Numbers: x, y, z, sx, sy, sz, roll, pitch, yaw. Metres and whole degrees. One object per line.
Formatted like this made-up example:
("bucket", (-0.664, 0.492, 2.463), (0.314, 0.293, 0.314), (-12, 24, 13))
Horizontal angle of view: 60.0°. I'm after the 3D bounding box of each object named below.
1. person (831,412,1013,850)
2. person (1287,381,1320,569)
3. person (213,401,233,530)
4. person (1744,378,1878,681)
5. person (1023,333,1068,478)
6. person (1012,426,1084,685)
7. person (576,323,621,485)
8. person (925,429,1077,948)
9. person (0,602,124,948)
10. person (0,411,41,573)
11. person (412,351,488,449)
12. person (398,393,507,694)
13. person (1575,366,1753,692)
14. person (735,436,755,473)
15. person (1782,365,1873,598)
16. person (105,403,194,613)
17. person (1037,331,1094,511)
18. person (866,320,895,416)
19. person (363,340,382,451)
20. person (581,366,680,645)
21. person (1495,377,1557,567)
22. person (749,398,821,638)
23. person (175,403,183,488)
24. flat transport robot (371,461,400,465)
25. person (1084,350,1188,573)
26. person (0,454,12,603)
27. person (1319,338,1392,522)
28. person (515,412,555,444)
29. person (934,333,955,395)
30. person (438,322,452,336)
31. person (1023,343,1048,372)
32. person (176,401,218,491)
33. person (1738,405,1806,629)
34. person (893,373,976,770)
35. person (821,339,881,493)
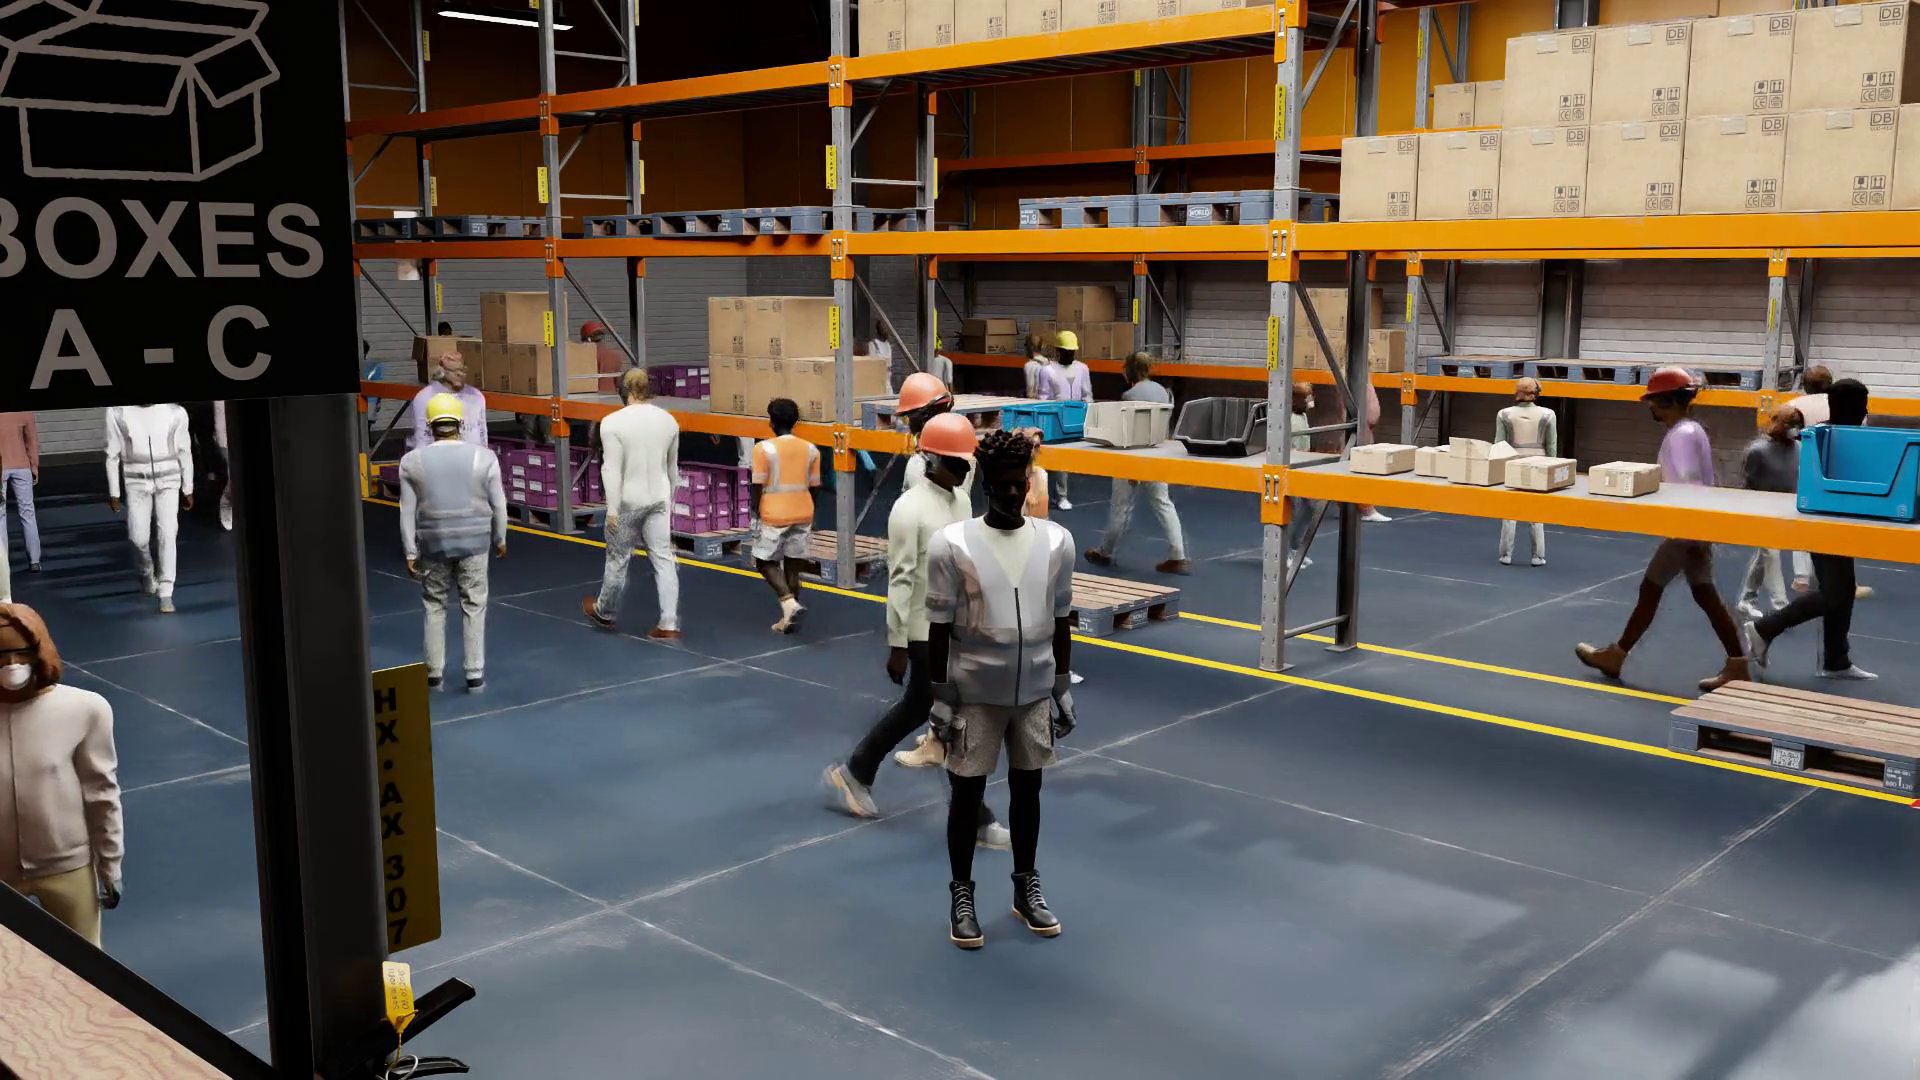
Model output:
("person", (-0.179, 0.382, 7.506), (1.007, 1.945, 0.623), (4, 10, 25))
("person", (2.893, -0.544, 14.145), (0.423, 1.613, 0.509), (4, 10, 23))
("person", (-6.811, -0.956, 15.859), (0.723, 1.881, 0.653), (9, 13, 43))
("person", (5.336, -0.059, 10.324), (0.690, 1.898, 0.618), (5, 11, 30))
("person", (0.952, -1.499, 19.360), (0.614, 1.827, 0.532), (7, 12, 37))
("person", (0.367, 0.081, 10.374), (0.871, 1.599, 0.527), (8, 12, 40))
("person", (-4.303, -1.611, 19.774), (0.633, 1.921, 1.027), (-5, 10, -27))
("person", (0.163, 0.556, 6.331), (0.606, 1.966, 0.367), (-3, 10, -20))
("person", (-2.688, 0.974, 4.821), (0.492, 1.625, 0.280), (-4, 10, -26))
("person", (-7.976, -0.577, 13.894), (0.312, 1.769, 0.525), (9, 13, 44))
("person", (-4.272, -0.643, 13.951), (0.646, 1.886, 0.680), (-8, 12, -40))
("person", (-3.039, 0.026, 10.009), (0.610, 1.822, 0.446), (-2, 10, -13))
("person", (4.368, -0.064, 10.130), (1.061, 1.961, 0.687), (6, 11, 32))
("person", (-2.736, -1.719, 20.665), (0.429, 1.840, 0.637), (1, 9, 8))
("person", (6.815, -0.458, 13.078), (0.777, 1.818, 0.430), (8, 12, 41))
("person", (-6.069, -0.400, 12.489), (0.593, 1.870, 0.594), (-5, 11, -30))
("person", (1.164, -1.257, 17.666), (0.610, 1.899, 0.770), (-5, 11, -30))
("person", (-1.164, -2.252, 23.978), (0.972, 1.839, 0.580), (7, 12, 37))
("person", (-7.882, -1.824, 21.910), (0.541, 1.648, 0.928), (-1, 9, -4))
("person", (-2.257, -0.251, 11.509), (0.660, 1.886, 1.006), (-9, 13, -43))
("person", (4.862, -0.584, 14.322), (0.512, 1.639, 0.311), (4, 10, 21))
("person", (-1.179, -0.138, 11.468), (0.571, 1.670, 0.523), (-7, 11, -36))
("person", (-9.151, -1.425, 19.146), (0.345, 1.760, 0.560), (-6, 11, -35))
("flat transport robot", (-6.897, -0.821, 19.956), (1.431, 0.197, 0.652), (-6, 11, -34))
("person", (1.536, -0.661, 14.095), (1.041, 1.889, 0.620), (9, 13, 44))
("person", (-7.303, -0.362, 12.268), (0.315, 1.865, 0.526), (4, 10, 23))
("person", (3.941, -1.101, 16.746), (0.789, 1.882, 0.646), (3, 10, 17))
("person", (-5.060, -1.599, 20.052), (0.644, 1.813, 0.779), (-3, 10, -16))
("person", (-0.302, -1.538, 19.554), (0.765, 1.846, 0.538), (8, 12, 42))
("person", (-6.892, -1.989, 22.270), (0.509, 1.860, 0.316), (-8, 12, -41))
("person", (0.976, -1.751, 21.286), (0.489, 1.695, 0.906), (-5, 11, -29))
("person", (-8.887, -1.582, 19.214), (0.667, 2.000, 0.551), (-7, 12, -38))
("person", (5.884, -0.171, 11.920), (0.516, 1.581, 0.894), (-1, 9, -7))
("person", (-0.154, 0.164, 8.530), (0.392, 2.034, 0.605), (4, 10, 23))
("person", (-1.233, -1.407, 18.856), (0.587, 1.813, 0.752), (-8, 12, -42))
